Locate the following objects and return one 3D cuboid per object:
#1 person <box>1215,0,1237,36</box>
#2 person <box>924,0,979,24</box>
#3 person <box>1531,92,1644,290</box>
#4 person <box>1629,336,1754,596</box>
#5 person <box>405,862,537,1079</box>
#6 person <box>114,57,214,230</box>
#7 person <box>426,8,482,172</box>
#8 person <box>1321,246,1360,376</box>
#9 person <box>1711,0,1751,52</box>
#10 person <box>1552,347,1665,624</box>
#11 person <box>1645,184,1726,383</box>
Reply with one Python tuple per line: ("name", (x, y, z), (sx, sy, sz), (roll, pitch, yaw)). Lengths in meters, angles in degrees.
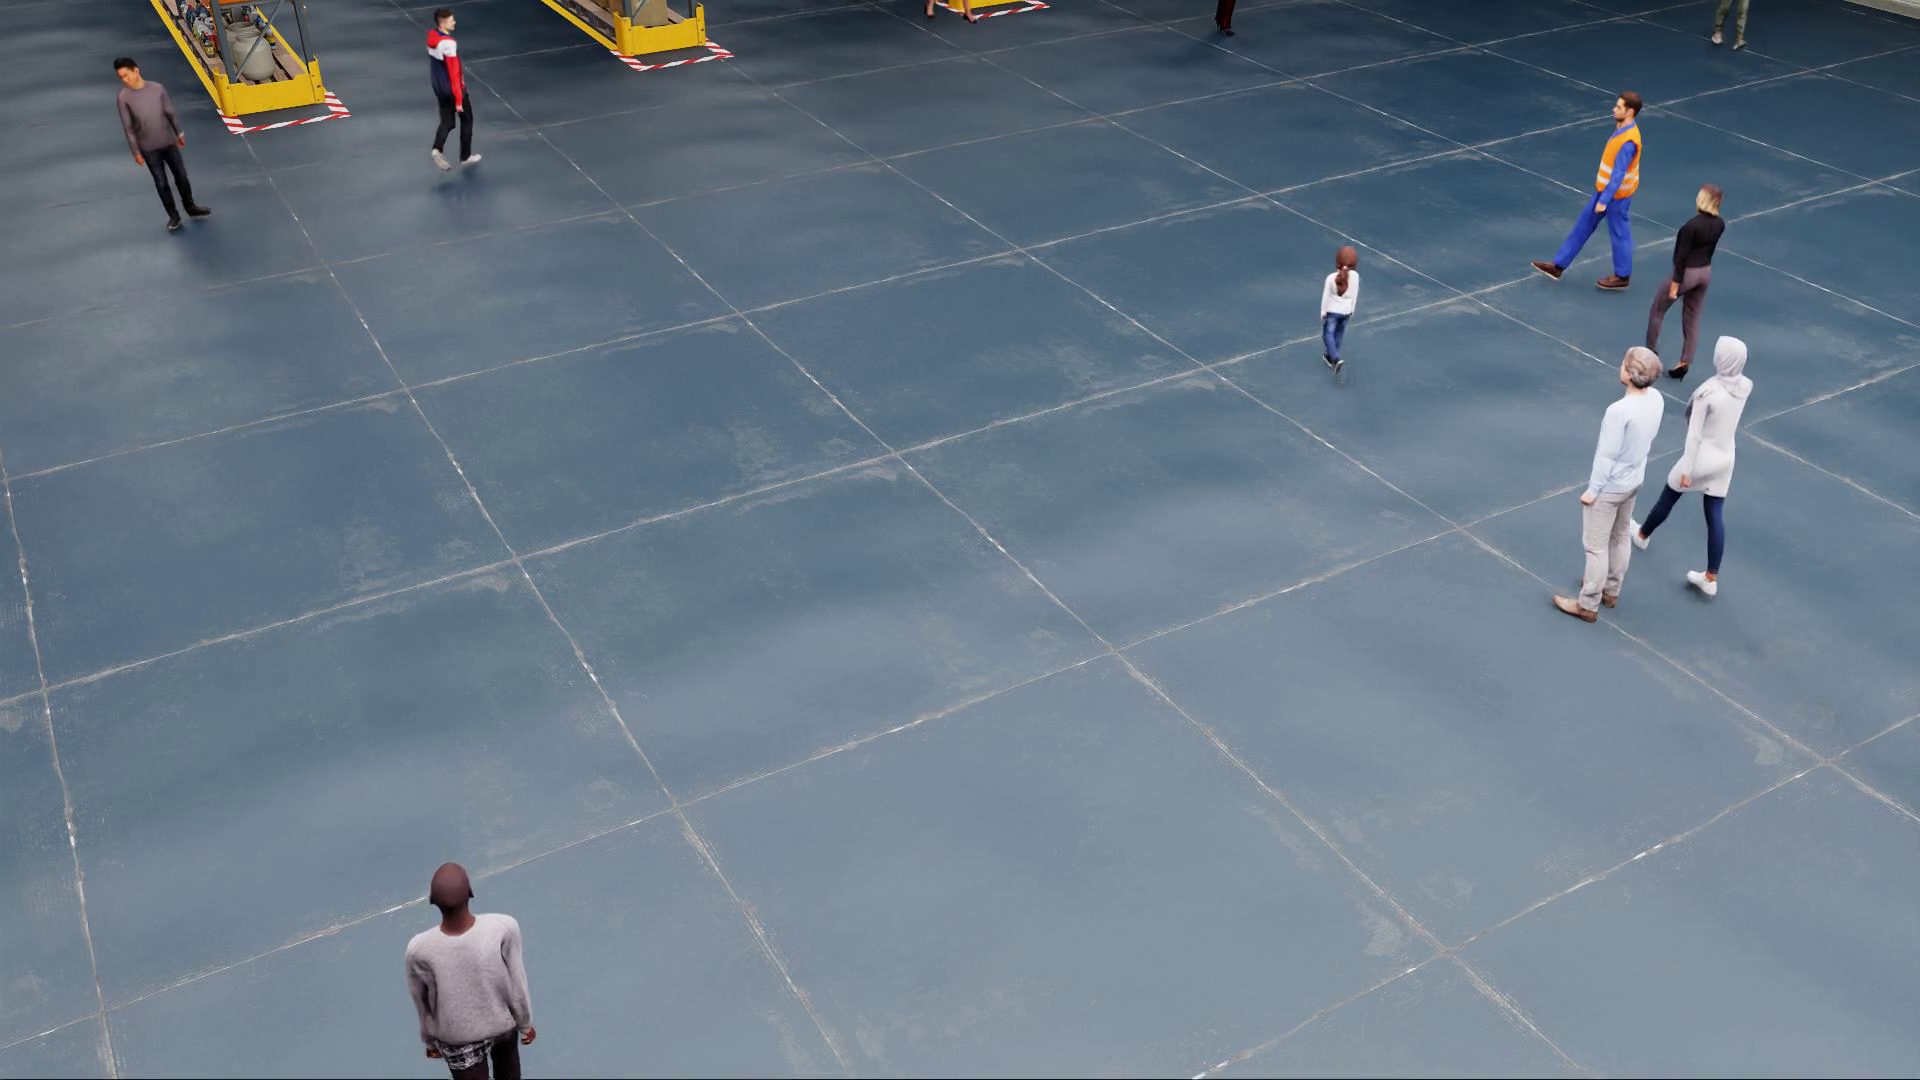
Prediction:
("person", (3.669, -7.757, 22.465), (0.832, 1.756, 0.726), (0, 32, 0))
("person", (-0.197, -7.903, 22.833), (1.111, 1.611, 0.899), (17, 36, 24))
("person", (6.005, -3.108, 15.031), (1.180, 1.826, 1.194), (4, 32, 6))
("person", (4.953, -0.450, 10.909), (0.816, 1.728, 1.187), (-8, 33, -13))
("person", (-1.981, 2.076, 6.887), (0.743, 1.747, 1.147), (-12, 34, -18))
("person", (-7.893, -3.924, 16.417), (0.687, 1.728, 0.836), (-19, 37, -27))
("person", (-5.491, -4.759, 17.751), (1.017, 1.717, 0.949), (21, 38, 29))
("person", (3.154, -1.900, 13.797), (0.585, 1.099, 0.758), (-5, 33, -8))
("person", (10.217, -7.322, 21.911), (0.990, 1.613, 1.157), (2, 32, 3))
("person", (4.184, -0.357, 10.608), (0.691, 1.892, 0.590), (-22, 38, -30))
("person", (5.975, -2.045, 13.506), (0.654, 1.656, 0.763), (-13, 34, -19))
